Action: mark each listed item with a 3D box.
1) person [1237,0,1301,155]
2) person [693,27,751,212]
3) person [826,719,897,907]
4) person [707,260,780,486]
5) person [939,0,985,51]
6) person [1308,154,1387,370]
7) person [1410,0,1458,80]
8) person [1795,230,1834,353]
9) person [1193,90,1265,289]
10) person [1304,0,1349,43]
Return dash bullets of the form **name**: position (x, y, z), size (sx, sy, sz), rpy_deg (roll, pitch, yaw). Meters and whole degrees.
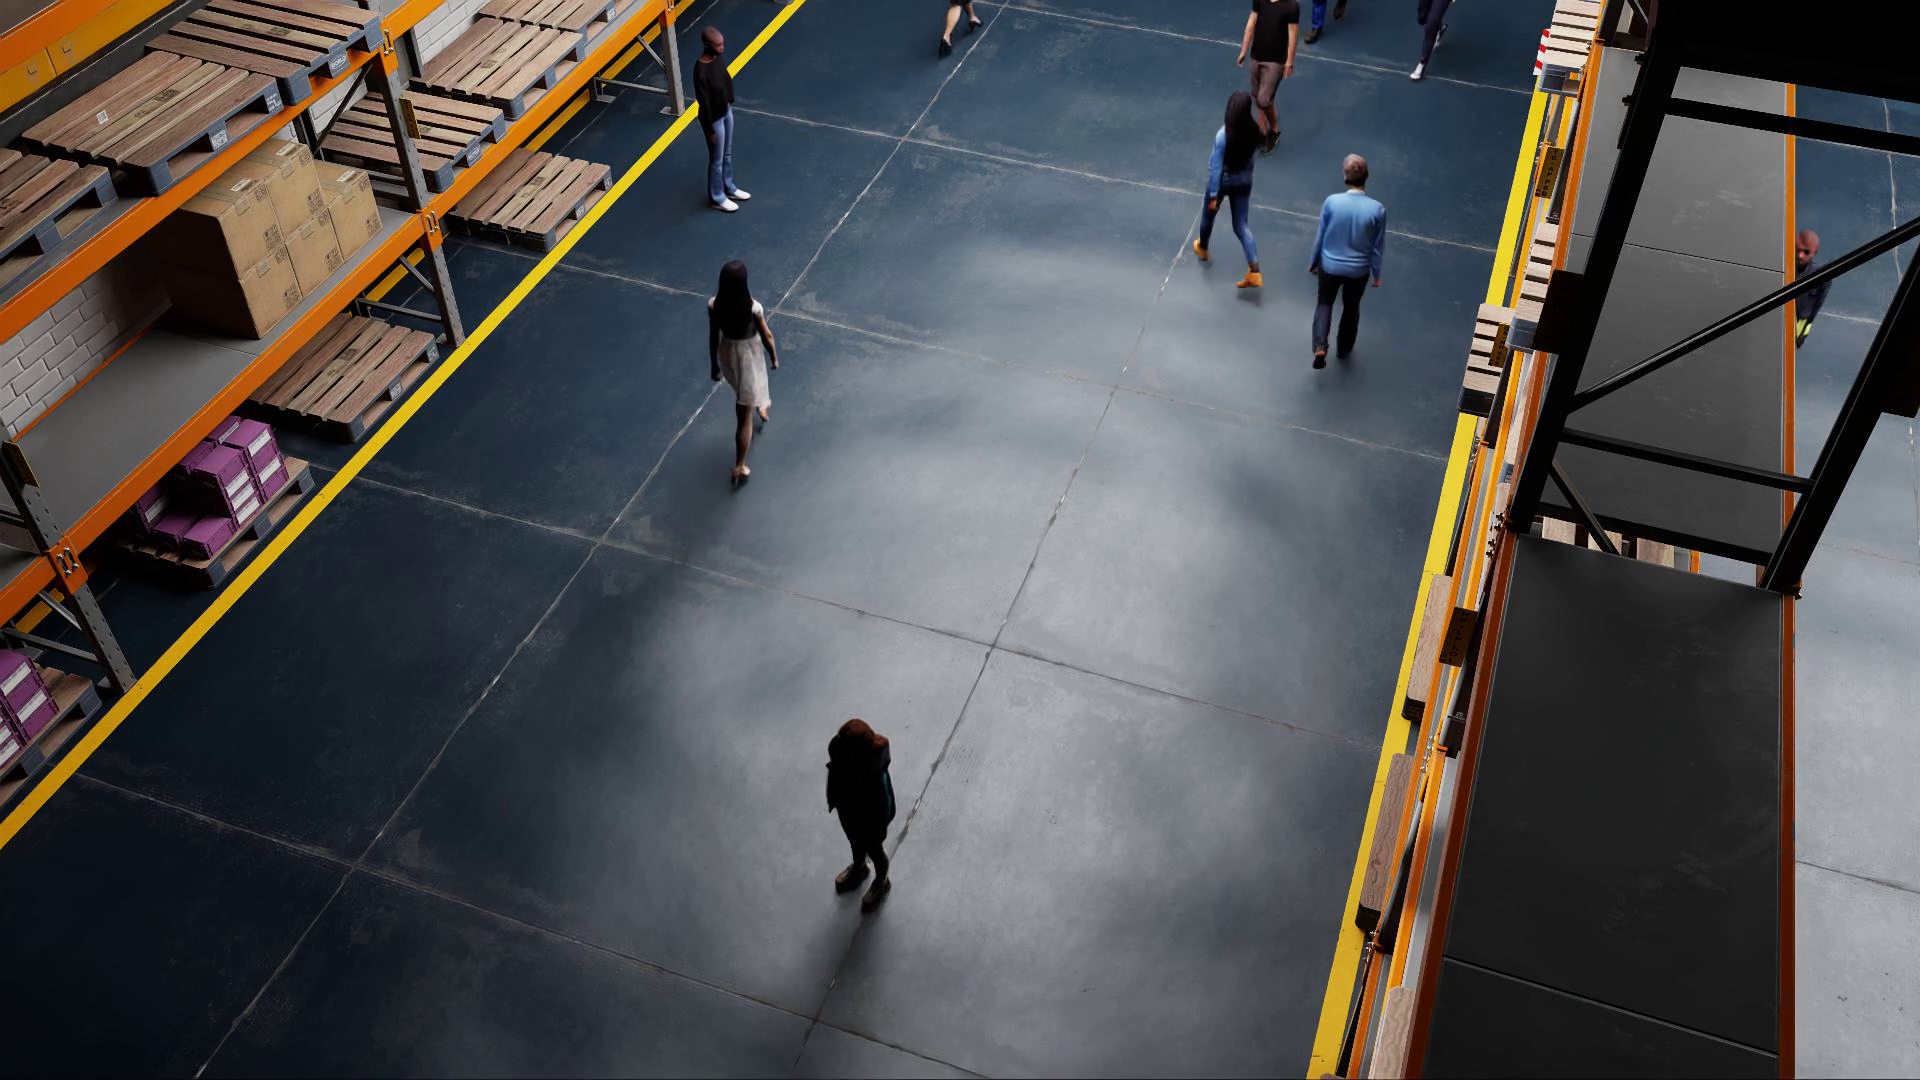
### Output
- **person**: position (2.925, -4.489, 15.380), size (0.804, 1.851, 0.780), rpy_deg (-29, 51, -27)
- **person**: position (-2.160, -3.717, 14.647), size (0.667, 1.744, 0.506), rpy_deg (11, 45, 11)
- **person**: position (-0.546, 1.509, 9.339), size (0.659, 1.499, 0.681), rpy_deg (31, 52, 29)
- **person**: position (-1.593, -1.165, 11.979), size (0.717, 1.729, 1.182), rpy_deg (8, 44, 9)
- **person**: position (-0.020, -5.751, 16.865), size (0.884, 1.629, 1.154), rpy_deg (25, 49, 24)
- **person**: position (2.949, -2.098, 12.919), size (0.713, 1.783, 0.939), rpy_deg (18, 46, 18)
- **person**: position (4.785, -5.505, 16.520), size (0.852, 1.749, 1.096), rpy_deg (30, 51, 28)
- **person**: position (5.991, -1.577, 12.374), size (0.765, 1.780, 1.158), rpy_deg (16, 46, 16)
- **person**: position (2.309, -2.855, 13.800), size (1.155, 1.664, 1.225), rpy_deg (-20, 47, -20)
- **person**: position (3.865, -6.088, 17.045), size (0.797, 1.869, 1.020), rpy_deg (24, 49, 23)
